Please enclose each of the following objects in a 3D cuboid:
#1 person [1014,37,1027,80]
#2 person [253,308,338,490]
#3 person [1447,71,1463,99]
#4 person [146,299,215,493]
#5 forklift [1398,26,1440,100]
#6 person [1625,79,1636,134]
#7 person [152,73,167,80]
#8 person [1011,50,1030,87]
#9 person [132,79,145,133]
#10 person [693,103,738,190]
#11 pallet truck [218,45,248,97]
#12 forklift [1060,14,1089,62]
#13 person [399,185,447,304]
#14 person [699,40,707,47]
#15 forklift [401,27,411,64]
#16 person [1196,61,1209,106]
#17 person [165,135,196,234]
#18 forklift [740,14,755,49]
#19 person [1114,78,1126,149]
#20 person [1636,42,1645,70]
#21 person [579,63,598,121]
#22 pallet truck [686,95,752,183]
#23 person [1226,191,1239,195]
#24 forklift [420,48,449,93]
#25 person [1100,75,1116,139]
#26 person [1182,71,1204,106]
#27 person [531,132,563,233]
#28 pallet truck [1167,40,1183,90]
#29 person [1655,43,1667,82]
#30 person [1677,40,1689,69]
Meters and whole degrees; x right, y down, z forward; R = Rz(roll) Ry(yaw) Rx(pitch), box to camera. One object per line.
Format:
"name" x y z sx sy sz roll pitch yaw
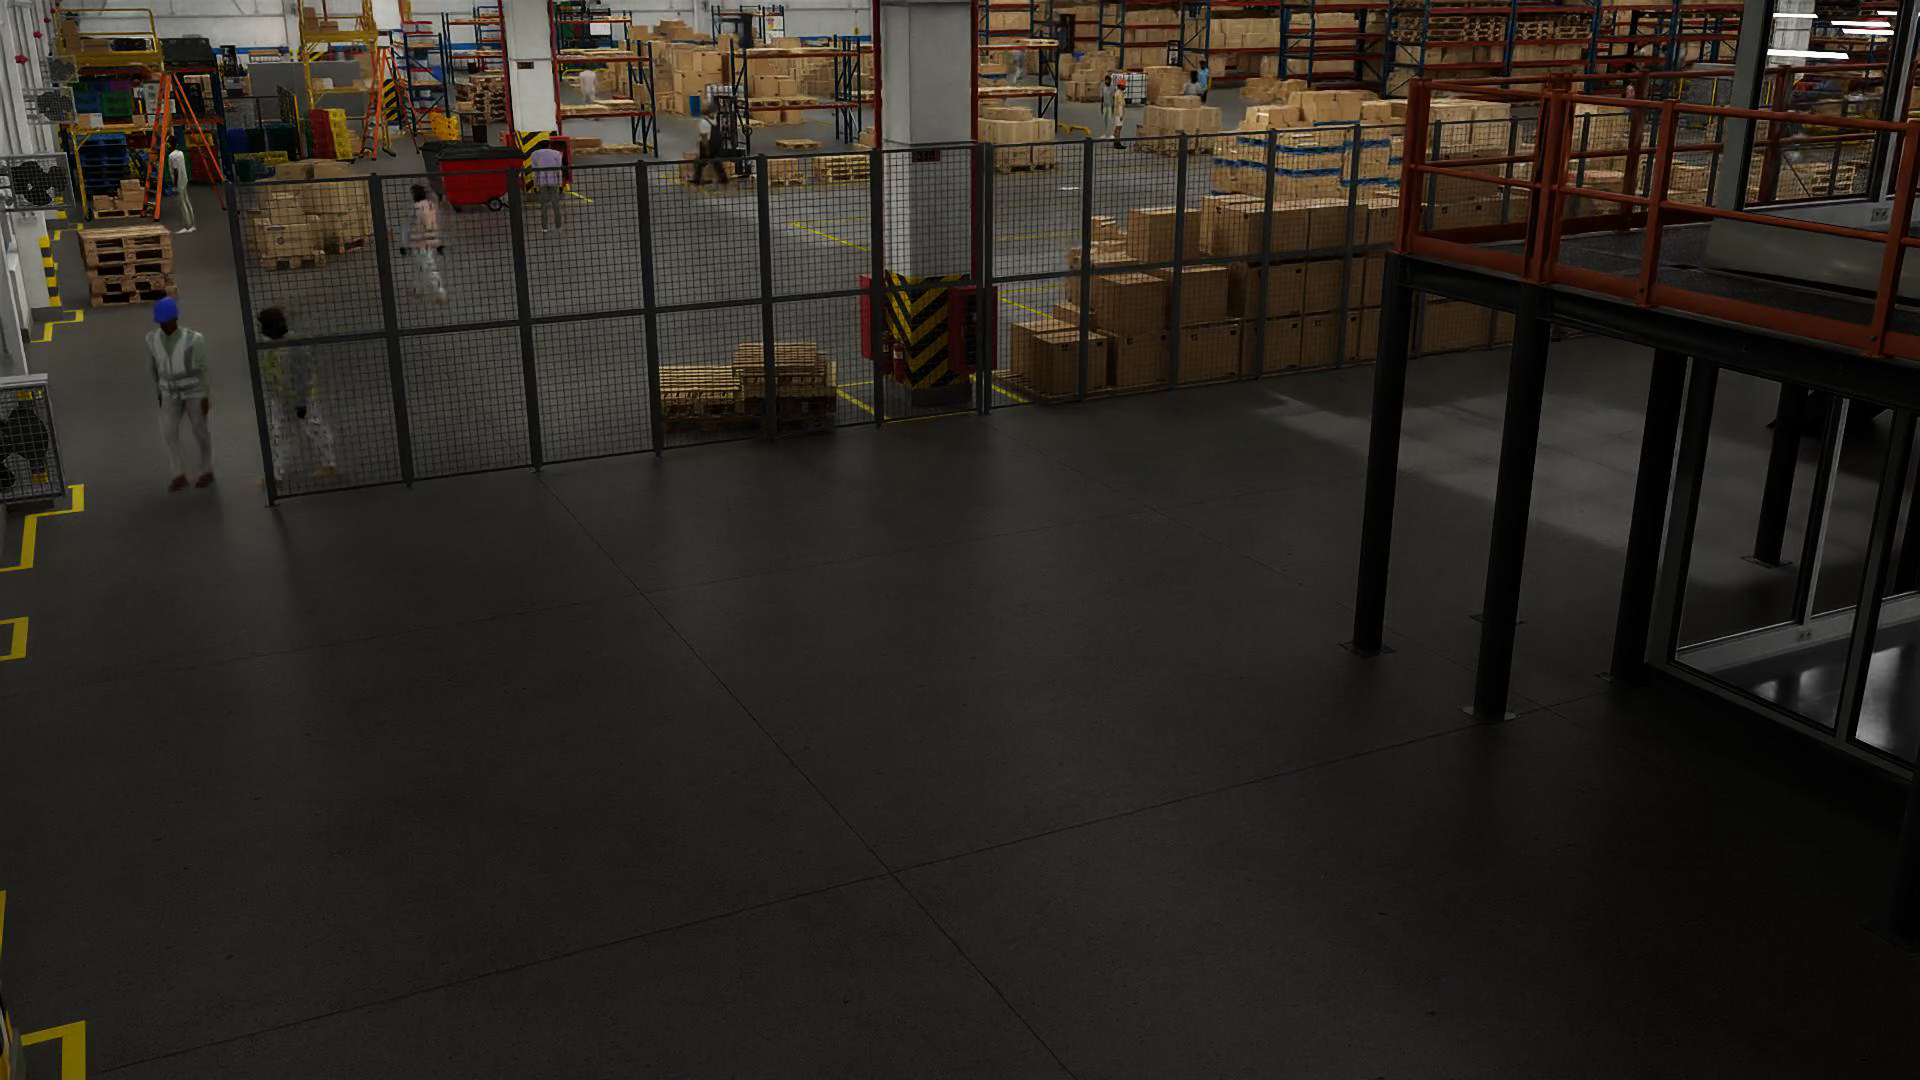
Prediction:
"person" 2.751 -21.886 75.621 0.561 1.884 0.980 -9 21 -24
"person" -6.616 -1.403 16.407 0.648 1.788 0.932 12 22 31
"person" 16.528 -14.805 55.472 0.547 1.621 0.392 -7 20 -19
"person" -7.588 -1.399 16.182 0.616 1.908 0.654 0 19 -1
"forklift" 17.755 -18.086 63.098 1.873 2.768 1.129 -9 21 -25
"person" 20.631 -13.419 51.252 0.331 1.767 0.527 7 20 18
"person" -28.540 -16.323 59.523 0.582 1.862 1.034 3 19 9
"person" 2.567 -19.527 68.806 1.085 1.863 0.634 -1 19 -3
"person" -25.377 -13.404 51.416 0.526 1.631 0.319 6 20 16
"person" -5.713 -9.069 38.227 1.074 2.000 0.706 6 20 18
"pallet truck" -28.879 -18.665 66.111 0.823 1.965 1.885 -3 19 -9
"forklift" 5.060 -23.279 78.151 1.873 2.768 1.129 -9 21 -25
"person" -8.246 -4.519 25.417 0.964 1.792 0.621 7 20 21
"person" -11.181 -20.847 72.559 0.633 1.919 0.738 -6 20 -18
"forklift" -20.467 -17.234 60.629 1.873 2.768 1.129 15 24 36
"person" 8.856 -16.676 60.863 0.548 1.640 0.878 -2 19 -6
"person" -15.058 -6.843 32.052 0.335 1.859 0.519 -1 19 -2
"forklift" -9.983 -23.297 78.204 1.873 2.768 1.129 -9 21 -25
"person" 4.532 -12.048 47.013 0.354 1.942 0.545 -1 19 -4
"person" 28.148 -19.663 68.970 0.443 2.030 0.622 8 21 22
"person" -12.399 -15.006 55.658 0.645 1.904 0.969 -13 23 -34
"pallet truck" -5.836 -9.608 39.856 0.823 1.965 1.885 10 22 27
"person" 3.905 -4.045 23.881 0.455 1.904 0.600 -9 21 -25
"forklift" -21.723 -19.368 66.814 1.129 2.768 1.873 14 23 35
"person" 4.429 -12.935 49.714 0.512 1.860 0.325 14 24 36
"person" 7.122 -13.367 50.896 0.614 1.913 0.998 -6 20 -17
"person" -7.964 -6.902 32.140 0.581 1.919 0.402 -8 21 -22
"pallet truck" 9.045 -19.971 69.895 0.823 1.965 1.885 -3 19 -8
"person" 29.228 -19.788 69.509 0.561 1.898 0.879 -13 23 -33
"person" 33.862 -22.609 77.837 0.500 1.800 0.603 2 19 6
